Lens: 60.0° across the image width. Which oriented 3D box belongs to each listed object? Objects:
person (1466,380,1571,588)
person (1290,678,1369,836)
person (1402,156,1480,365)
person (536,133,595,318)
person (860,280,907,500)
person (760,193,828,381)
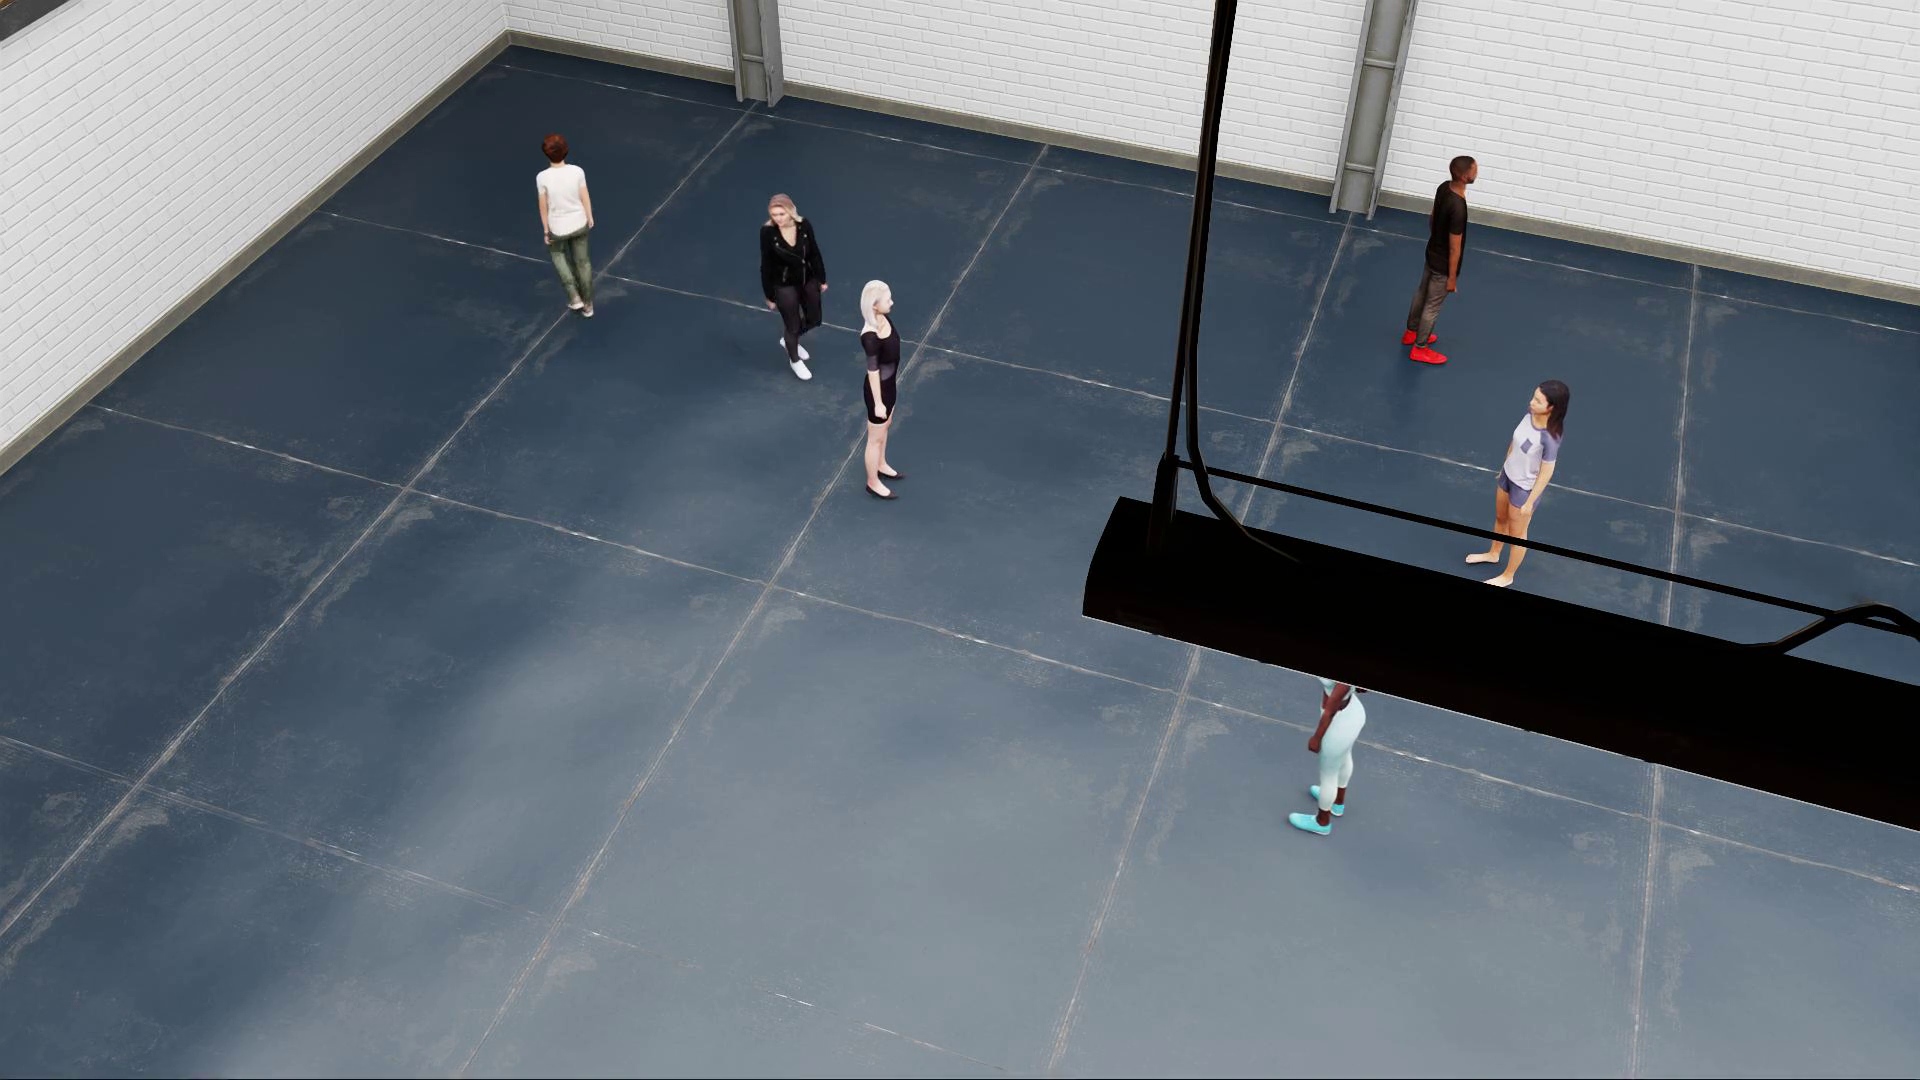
[{"bbox_3d":[3.806,-0.387,11.252,0.677,1.734,0.663,-8,44,-8],"label":"person"},{"bbox_3d":[2.216,1.075,9.723,0.574,1.725,0.588,21,47,21],"label":"person"},{"bbox_3d":[3.800,-2.228,13.133,0.679,1.805,0.717,-3,44,-3],"label":"person"},{"bbox_3d":[-3.174,-2.509,13.544,0.712,1.644,0.775,-16,46,-16],"label":"person"},{"bbox_3d":[-0.581,-1.074,11.902,0.548,1.832,0.609,5,44,6],"label":"person"},{"bbox_3d":[-1.377,-2.004,12.997,0.826,1.667,0.852,-26,49,-25],"label":"person"}]
